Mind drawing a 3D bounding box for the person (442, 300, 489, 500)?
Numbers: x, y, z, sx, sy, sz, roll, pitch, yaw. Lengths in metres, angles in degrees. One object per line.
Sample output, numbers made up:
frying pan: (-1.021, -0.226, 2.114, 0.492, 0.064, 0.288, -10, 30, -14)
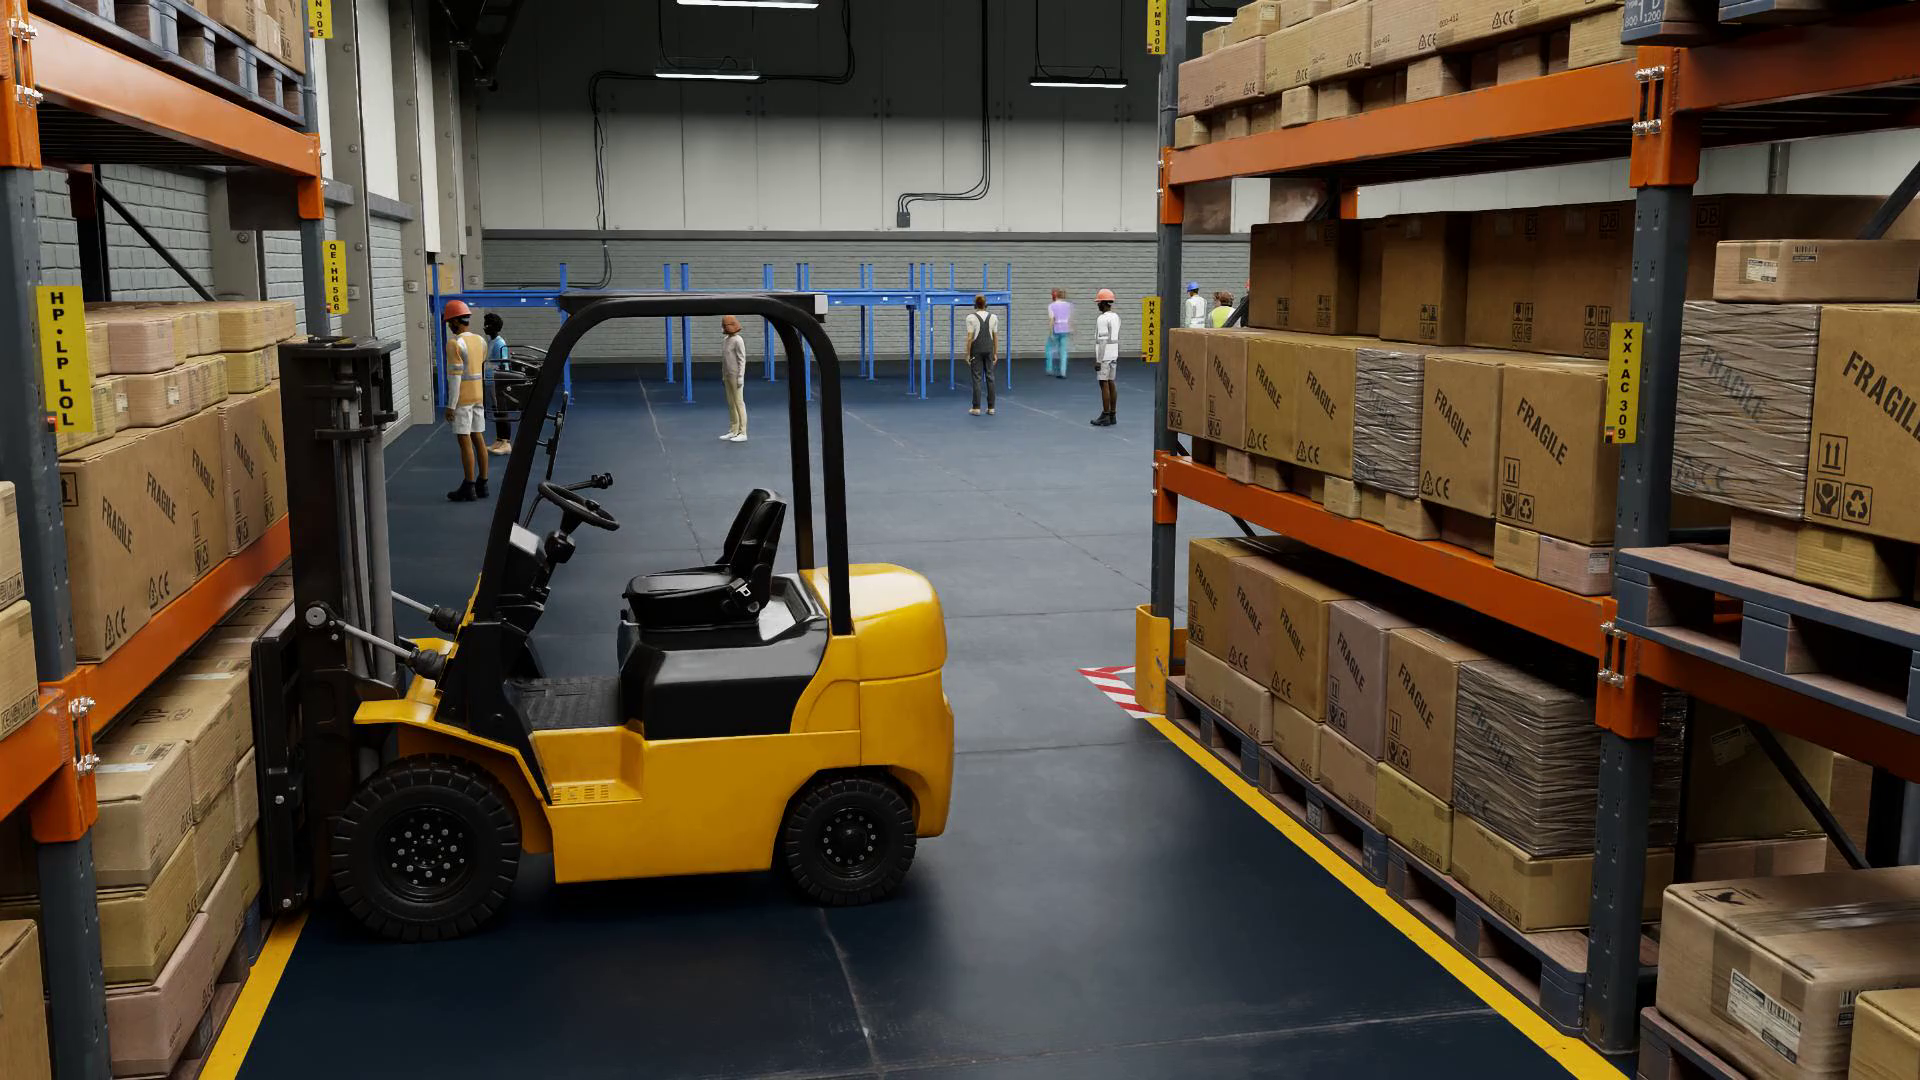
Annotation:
person: (-4.824, -1.360, 16.176, 0.367, 1.930, 0.542, 3, 10, 17)

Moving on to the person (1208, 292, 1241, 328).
person: (4.447, -3.221, 27.828, 0.430, 1.835, 0.619, -9, 13, -44)

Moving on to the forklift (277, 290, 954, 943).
forklift: (-1.179, 0.175, 6.143, 2.313, 2.155, 1.214, -2, 10, -12)

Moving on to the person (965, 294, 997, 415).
person: (0.325, -2.839, 25.459, 0.505, 1.842, 0.347, -3, 10, -19)

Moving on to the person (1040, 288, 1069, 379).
person: (1.937, -4.210, 33.882, 0.574, 1.820, 0.732, -6, 11, -34)

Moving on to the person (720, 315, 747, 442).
person: (-2.952, -2.100, 21.587, 0.278, 1.631, 0.505, -6, 11, -33)

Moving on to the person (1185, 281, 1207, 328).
person: (4.953, -4.479, 35.134, 0.603, 1.946, 0.389, -9, 13, -43)

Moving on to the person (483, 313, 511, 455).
person: (-5.605, -1.885, 20.086, 0.316, 1.696, 0.540, -5, 11, -30)

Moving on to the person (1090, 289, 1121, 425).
person: (2.074, -2.620, 23.831, 0.356, 1.936, 0.551, 5, 11, 28)

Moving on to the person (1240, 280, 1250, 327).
person: (6.239, -4.581, 35.638, 0.636, 1.989, 0.394, -4, 10, -23)

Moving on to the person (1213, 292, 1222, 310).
person: (6.384, -5.322, 41.208, 0.306, 1.640, 0.523, 2, 10, 13)
